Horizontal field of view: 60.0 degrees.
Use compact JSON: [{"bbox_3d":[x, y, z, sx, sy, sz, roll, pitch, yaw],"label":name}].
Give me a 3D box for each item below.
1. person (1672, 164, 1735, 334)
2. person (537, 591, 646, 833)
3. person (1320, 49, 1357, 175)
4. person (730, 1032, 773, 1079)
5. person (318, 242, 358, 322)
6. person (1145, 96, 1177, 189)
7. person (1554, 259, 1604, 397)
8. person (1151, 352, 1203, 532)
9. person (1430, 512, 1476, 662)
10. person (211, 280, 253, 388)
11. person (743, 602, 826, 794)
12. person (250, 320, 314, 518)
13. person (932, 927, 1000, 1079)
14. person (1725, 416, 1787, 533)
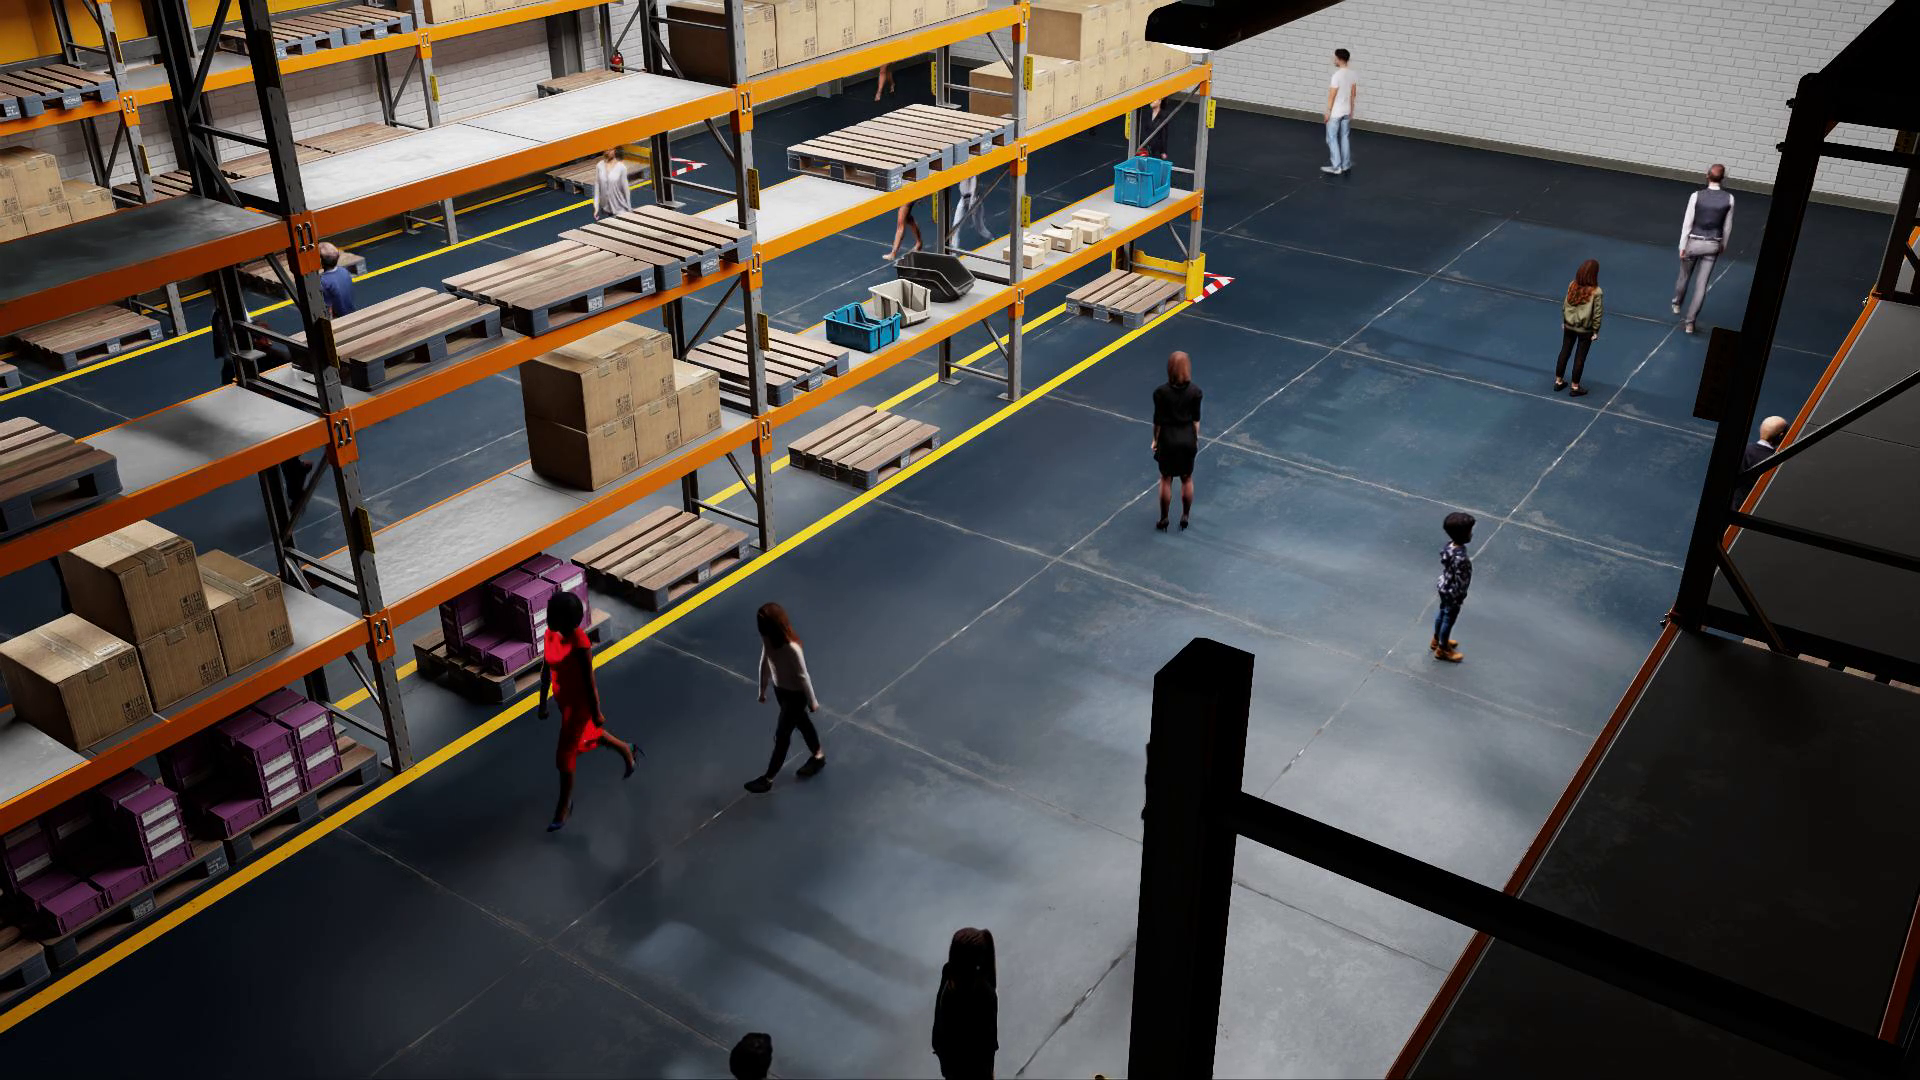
[{"bbox_3d":[8.530,-3.322,19.092,0.829,1.906,1.172,12,31,21],"label":"person"},{"bbox_3d":[-2.523,1.087,11.221,0.663,1.704,1.128,23,36,35],"label":"person"},{"bbox_3d":[5.689,-6.384,24.772,0.676,1.843,0.996,-12,31,-21],"label":"person"},{"bbox_3d":[-1.020,2.969,8.238,0.561,1.257,0.595,5,29,9],"label":"person"},{"bbox_3d":[-6.235,-2.130,16.980,0.828,1.836,1.042,13,31,22],"label":"person"},{"bbox_3d":[2.785,-5.395,23.109,0.915,1.698,0.750,-19,34,-30],"label":"person"},{"bbox_3d":[6.551,-2.257,17.591,0.591,1.475,0.640,-21,35,-33],"label":"person"},{"bbox_3d":[1.925,-0.860,14.789,0.660,1.704,0.696,-2,29,-4],"label":"person"},{"bbox_3d":[3.870,0.349,13.046,0.641,1.251,0.564,2,29,4],"label":"person"},{"bbox_3d":[-6.997,-1.741,16.308,0.736,1.798,0.805,24,37,36],"label":"person"},{"bbox_3d":[-1.118,1.047,11.564,0.972,1.445,0.726,-23,36,-36],"label":"person"},{"bbox_3d":[-6.166,-1.129,15.087,0.913,1.892,1.047,6,29,10],"label":"person"},{"bbox_3d":[0.039,2.615,8.574,0.579,1.556,0.584,25,37,37],"label":"person"},{"bbox_3d":[6.346,-0.158,13.408,0.722,1.794,0.759,-18,33,-29],"label":"person"}]
